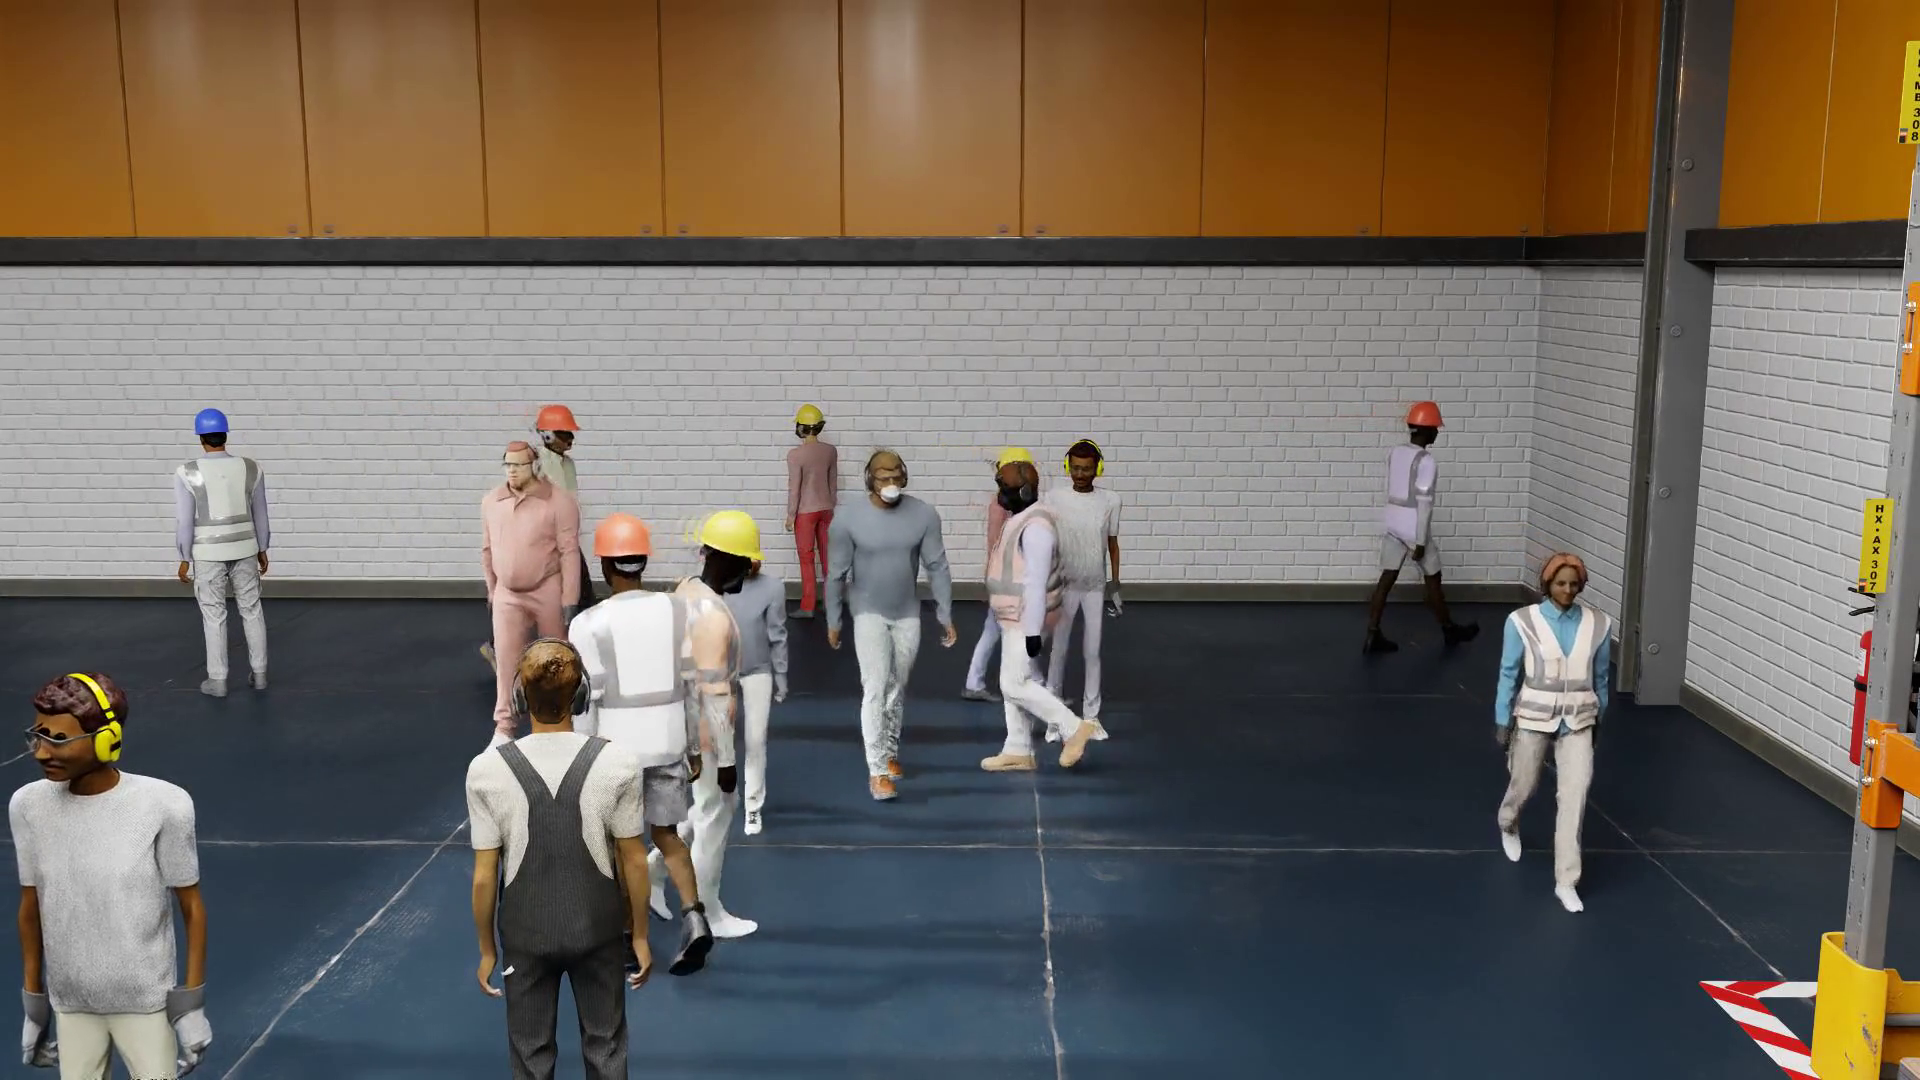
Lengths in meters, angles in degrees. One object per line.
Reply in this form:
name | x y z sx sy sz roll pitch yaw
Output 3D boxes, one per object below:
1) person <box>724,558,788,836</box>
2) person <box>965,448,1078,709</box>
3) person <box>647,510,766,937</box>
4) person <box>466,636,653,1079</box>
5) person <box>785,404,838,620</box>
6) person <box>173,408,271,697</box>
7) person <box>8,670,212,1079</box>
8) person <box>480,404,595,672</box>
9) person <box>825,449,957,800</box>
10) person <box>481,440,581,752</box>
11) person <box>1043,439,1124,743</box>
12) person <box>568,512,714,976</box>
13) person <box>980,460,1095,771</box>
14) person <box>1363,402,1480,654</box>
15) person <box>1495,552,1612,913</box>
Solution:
person | -1.147 0.694 8.577 0.511 1.613 0.439 -1 10 -7
person | 0.391 0.261 10.854 0.821 1.719 0.538 3 10 16
person | -1.093 0.805 7.072 0.547 1.895 0.638 -3 10 -16
person | -1.173 1.190 4.932 0.514 1.845 0.339 -2 10 -13
person | -1.219 -0.229 13.658 0.303 1.772 0.525 8 13 41
person | -4.994 0.081 11.273 0.615 1.942 0.407 -9 13 -43
person | -2.278 1.257 4.475 0.512 1.866 0.330 0 9 0
person | -2.902 0.024 11.598 0.940 1.963 0.635 2 10 13
person | -0.368 0.457 9.145 0.655 1.904 0.851 -4 10 -22
person | -2.623 0.312 10.169 0.659 1.860 0.980 1 10 8
person | 0.747 0.309 10.154 0.520 1.865 0.335 -1 10 -6
person | -1.270 0.855 6.708 0.568 1.922 0.679 -5 11 -28
person | 0.423 0.446 9.450 0.545 1.822 0.638 -1 10 -5
person | 3.449 -0.092 12.462 0.980 1.883 0.571 -4 10 -23
person | 2.742 0.835 7.763 0.526 1.608 0.779 0 9 3
